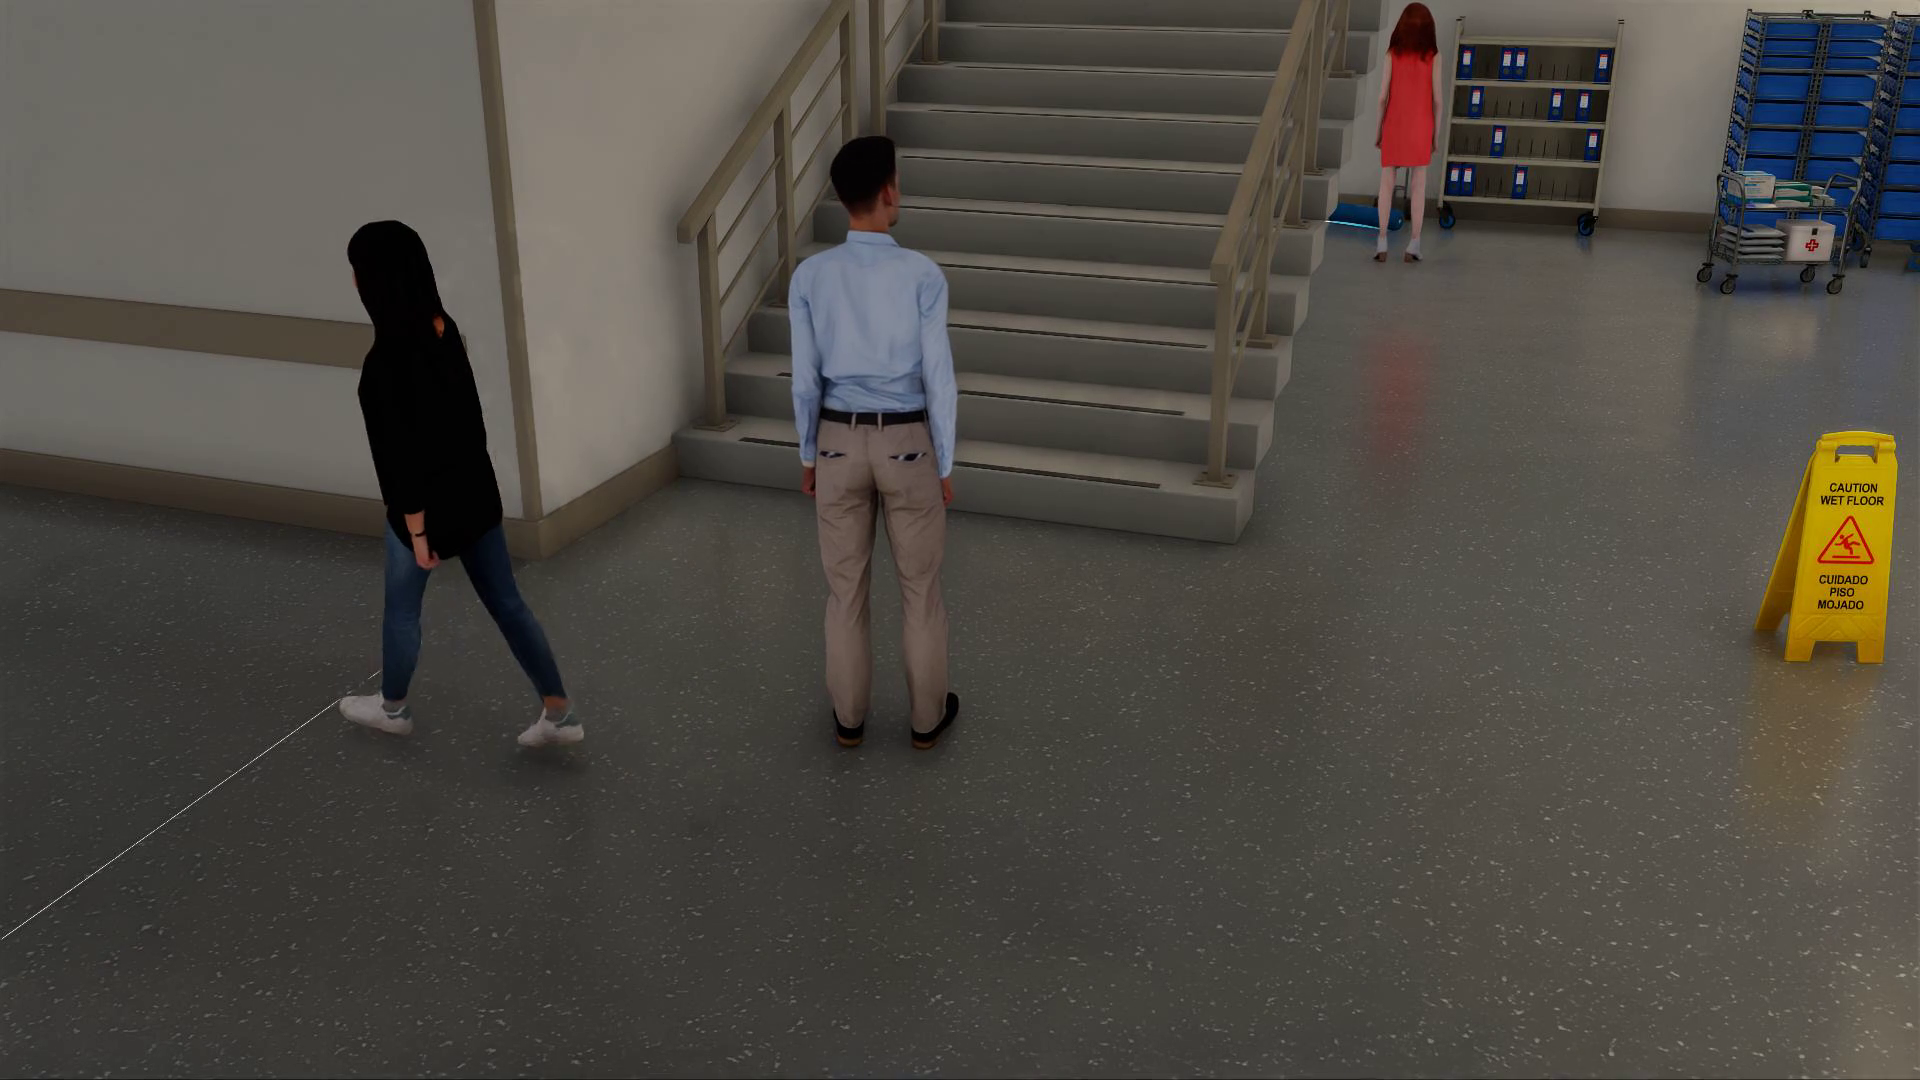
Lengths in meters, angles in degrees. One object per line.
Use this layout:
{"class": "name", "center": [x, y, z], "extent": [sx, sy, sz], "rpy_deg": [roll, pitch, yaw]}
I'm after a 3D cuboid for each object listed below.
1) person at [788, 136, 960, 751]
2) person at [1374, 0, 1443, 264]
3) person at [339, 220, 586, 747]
{"class": "person", "center": [-0.245, -0.251, 4.927], "extent": [0.698, 1.846, 0.679], "rpy_deg": [2, 21, 6]}
{"class": "person", "center": [3.236, -2.939, 12.053], "extent": [0.598, 1.825, 0.503], "rpy_deg": [7, 22, 18]}
{"class": "person", "center": [-1.441, -0.095, 4.856], "extent": [0.667, 1.606, 1.028], "rpy_deg": [9, 23, 22]}
